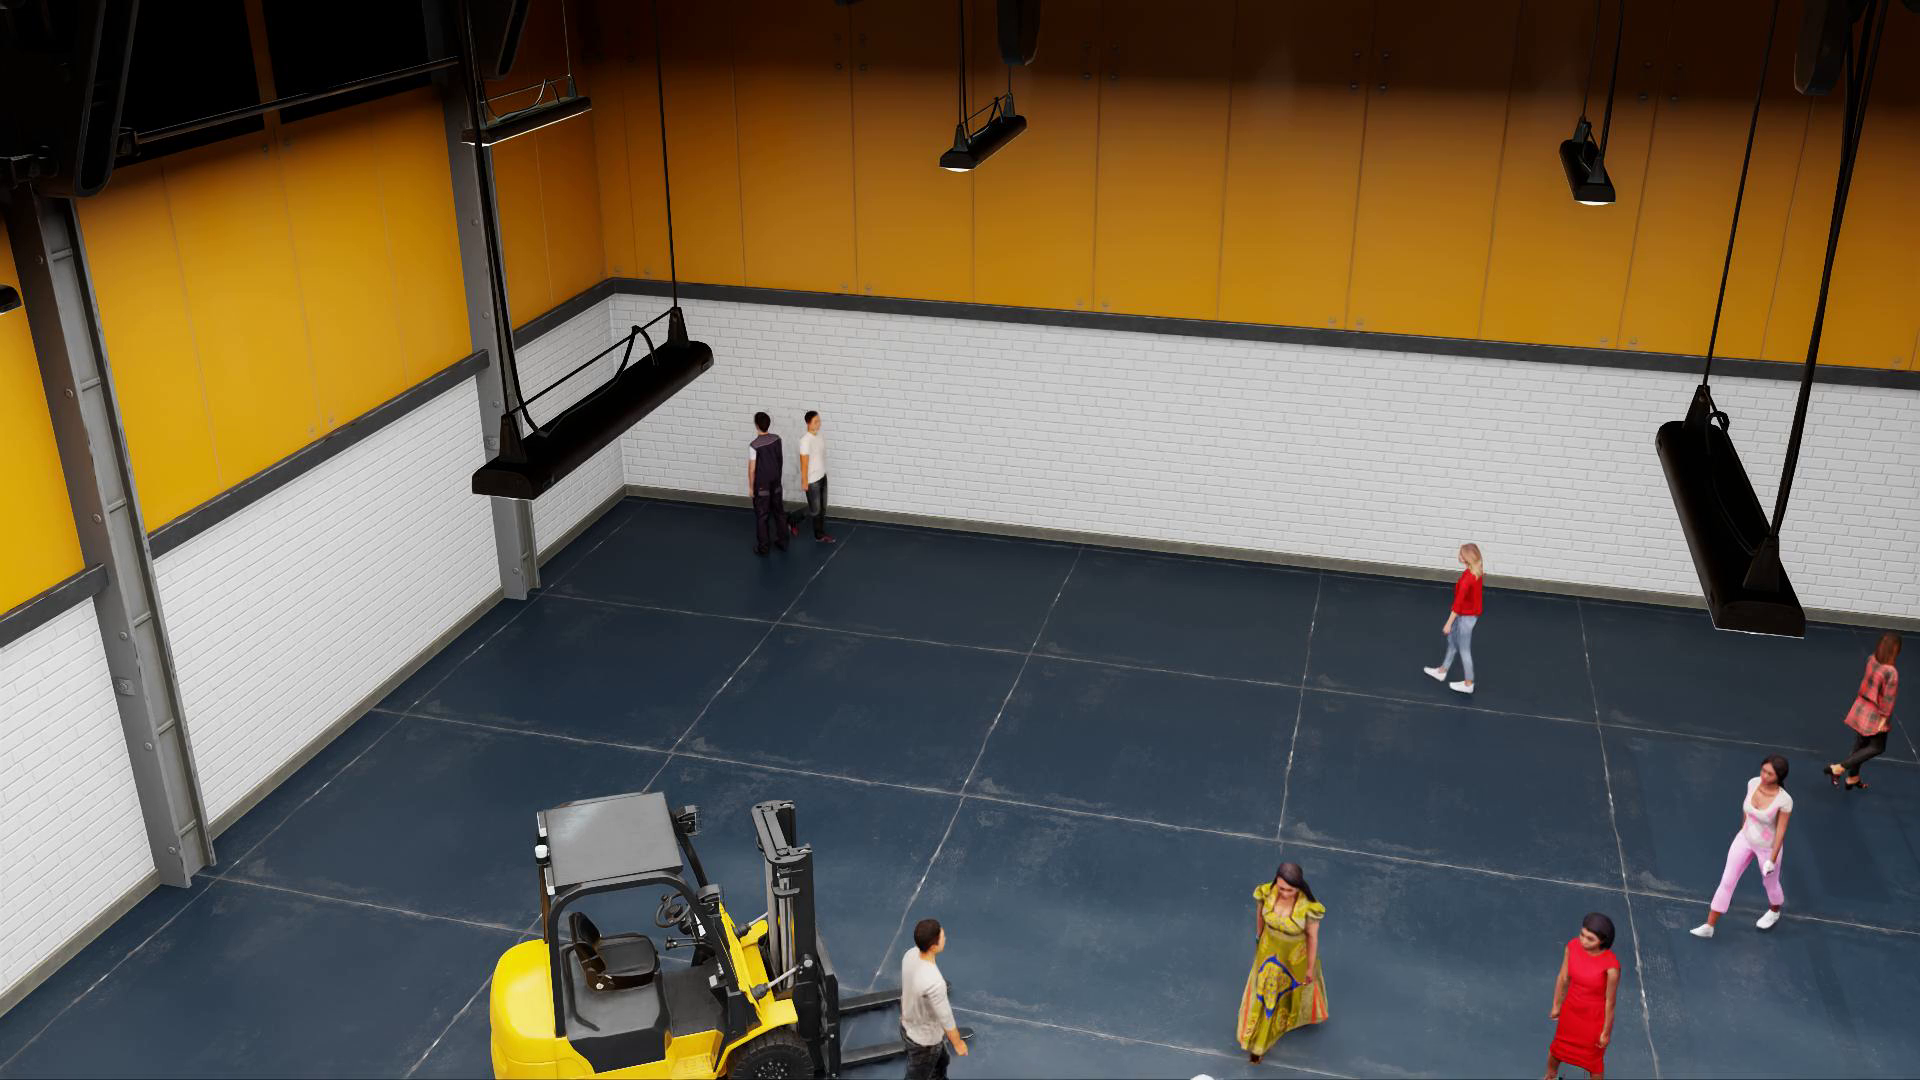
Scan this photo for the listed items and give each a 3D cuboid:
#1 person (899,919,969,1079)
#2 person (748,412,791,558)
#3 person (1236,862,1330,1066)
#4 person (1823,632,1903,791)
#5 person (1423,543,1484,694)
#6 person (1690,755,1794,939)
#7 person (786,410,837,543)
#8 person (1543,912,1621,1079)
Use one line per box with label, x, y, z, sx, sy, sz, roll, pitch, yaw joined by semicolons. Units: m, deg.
person;-0.343;3.408;11.414;0.992;1.784;0.968;-8;25;-17
person;-2.394;-0.707;20.750;0.713;1.845;0.801;-18;29;-35
person;2.464;3.050;12.451;0.883;1.608;1.320;9;25;20
person;8.462;1.638;15.579;0.824;1.690;0.818;-2;24;-6
person;5.363;0.842;17.397;0.833;1.692;0.838;15;28;30
person;6.593;2.510;13.589;1.177;1.687;1.132;-12;26;-26
person;-1.926;-0.794;21.025;0.762;1.785;0.836;8;25;18
person;4.399;3.329;11.668;0.801;1.725;0.767;-16;28;-33
